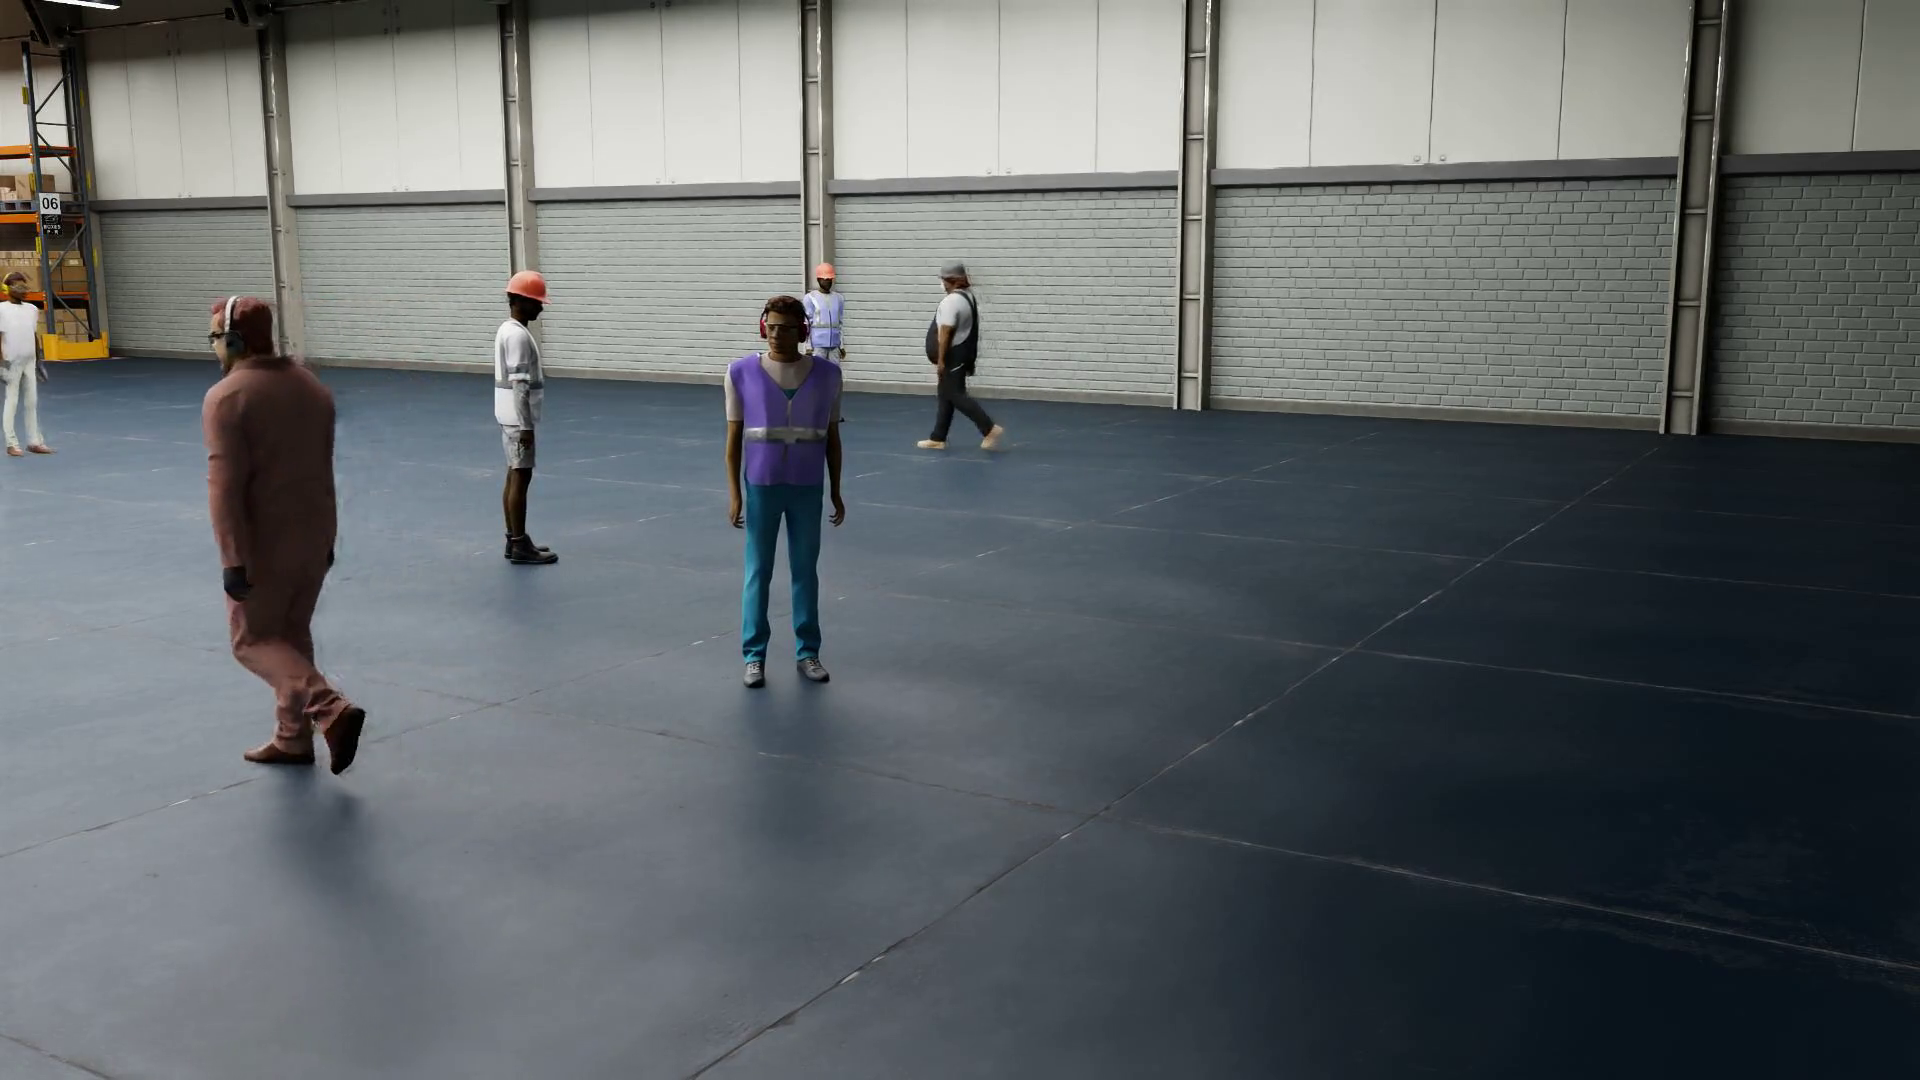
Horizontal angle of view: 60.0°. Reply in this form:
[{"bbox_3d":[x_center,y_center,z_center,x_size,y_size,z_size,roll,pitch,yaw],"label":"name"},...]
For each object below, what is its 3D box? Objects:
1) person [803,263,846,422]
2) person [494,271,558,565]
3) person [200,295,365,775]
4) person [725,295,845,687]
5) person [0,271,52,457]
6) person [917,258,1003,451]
[{"bbox_3d":[-1.629,-2.379,20.172,0.551,1.937,0.357,-7,12,-34],"label":"person"},{"bbox_3d":[-2.876,-0.811,10.987,0.378,1.938,0.547,-4,10,-20],"label":"person"},{"bbox_3d":[-2.571,0.004,6.390,0.647,1.882,0.677,3,10,18],"label":"person"},{"bbox_3d":[-0.827,-0.234,7.895,0.564,1.840,0.396,-3,10,-16],"label":"person"},{"bbox_3d":[-9.553,-1.786,16.904,0.308,1.869,0.530,4,11,24],"label":"person"},{"bbox_3d":[0.008,-1.931,17.248,0.917,2.000,0.684,3,10,17],"label":"person"}]
